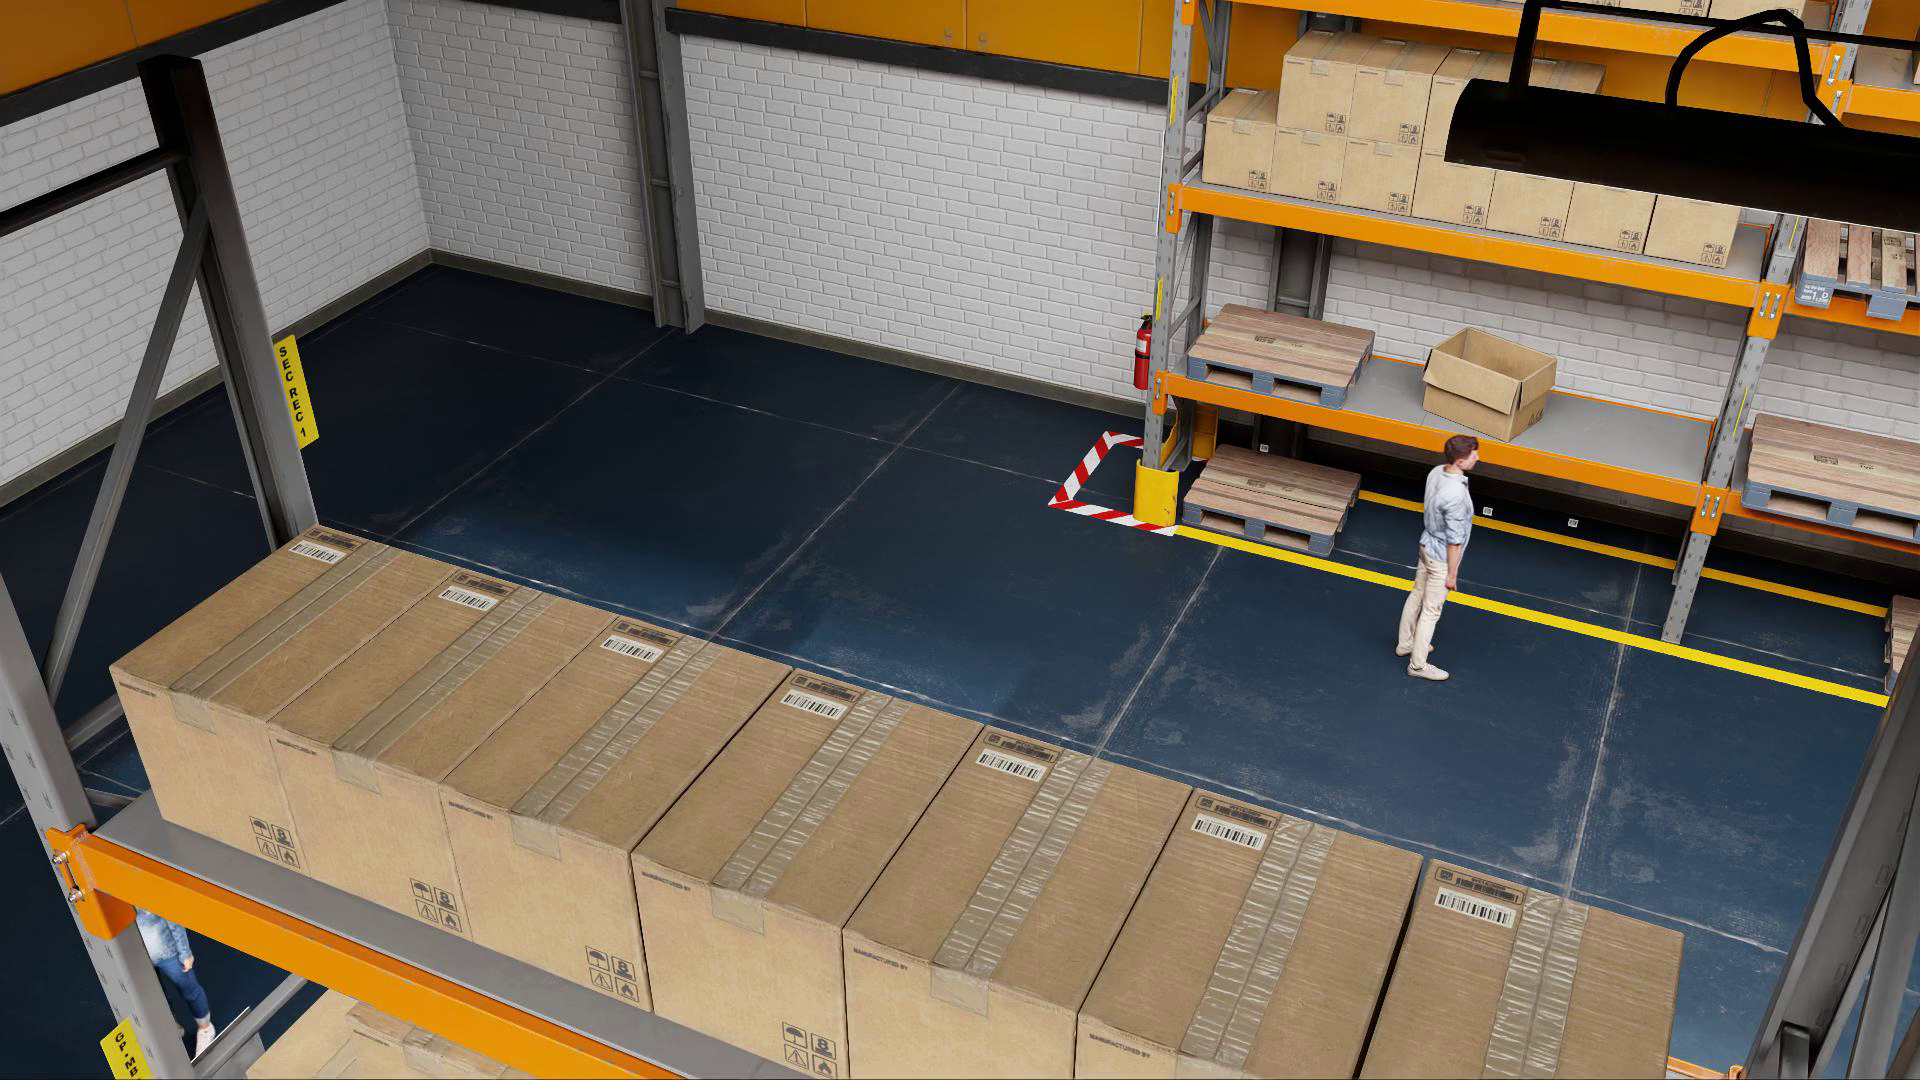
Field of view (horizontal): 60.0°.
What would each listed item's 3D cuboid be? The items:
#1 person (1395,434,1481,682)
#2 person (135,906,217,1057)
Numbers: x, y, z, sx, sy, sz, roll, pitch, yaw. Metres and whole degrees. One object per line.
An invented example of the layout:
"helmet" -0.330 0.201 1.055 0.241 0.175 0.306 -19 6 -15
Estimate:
"person" 3.249 0.090 11.296 0.710 1.846 0.727 -2 34 -3
"person" -4.155 2.110 8.593 0.594 1.474 0.687 -5 34 -8
